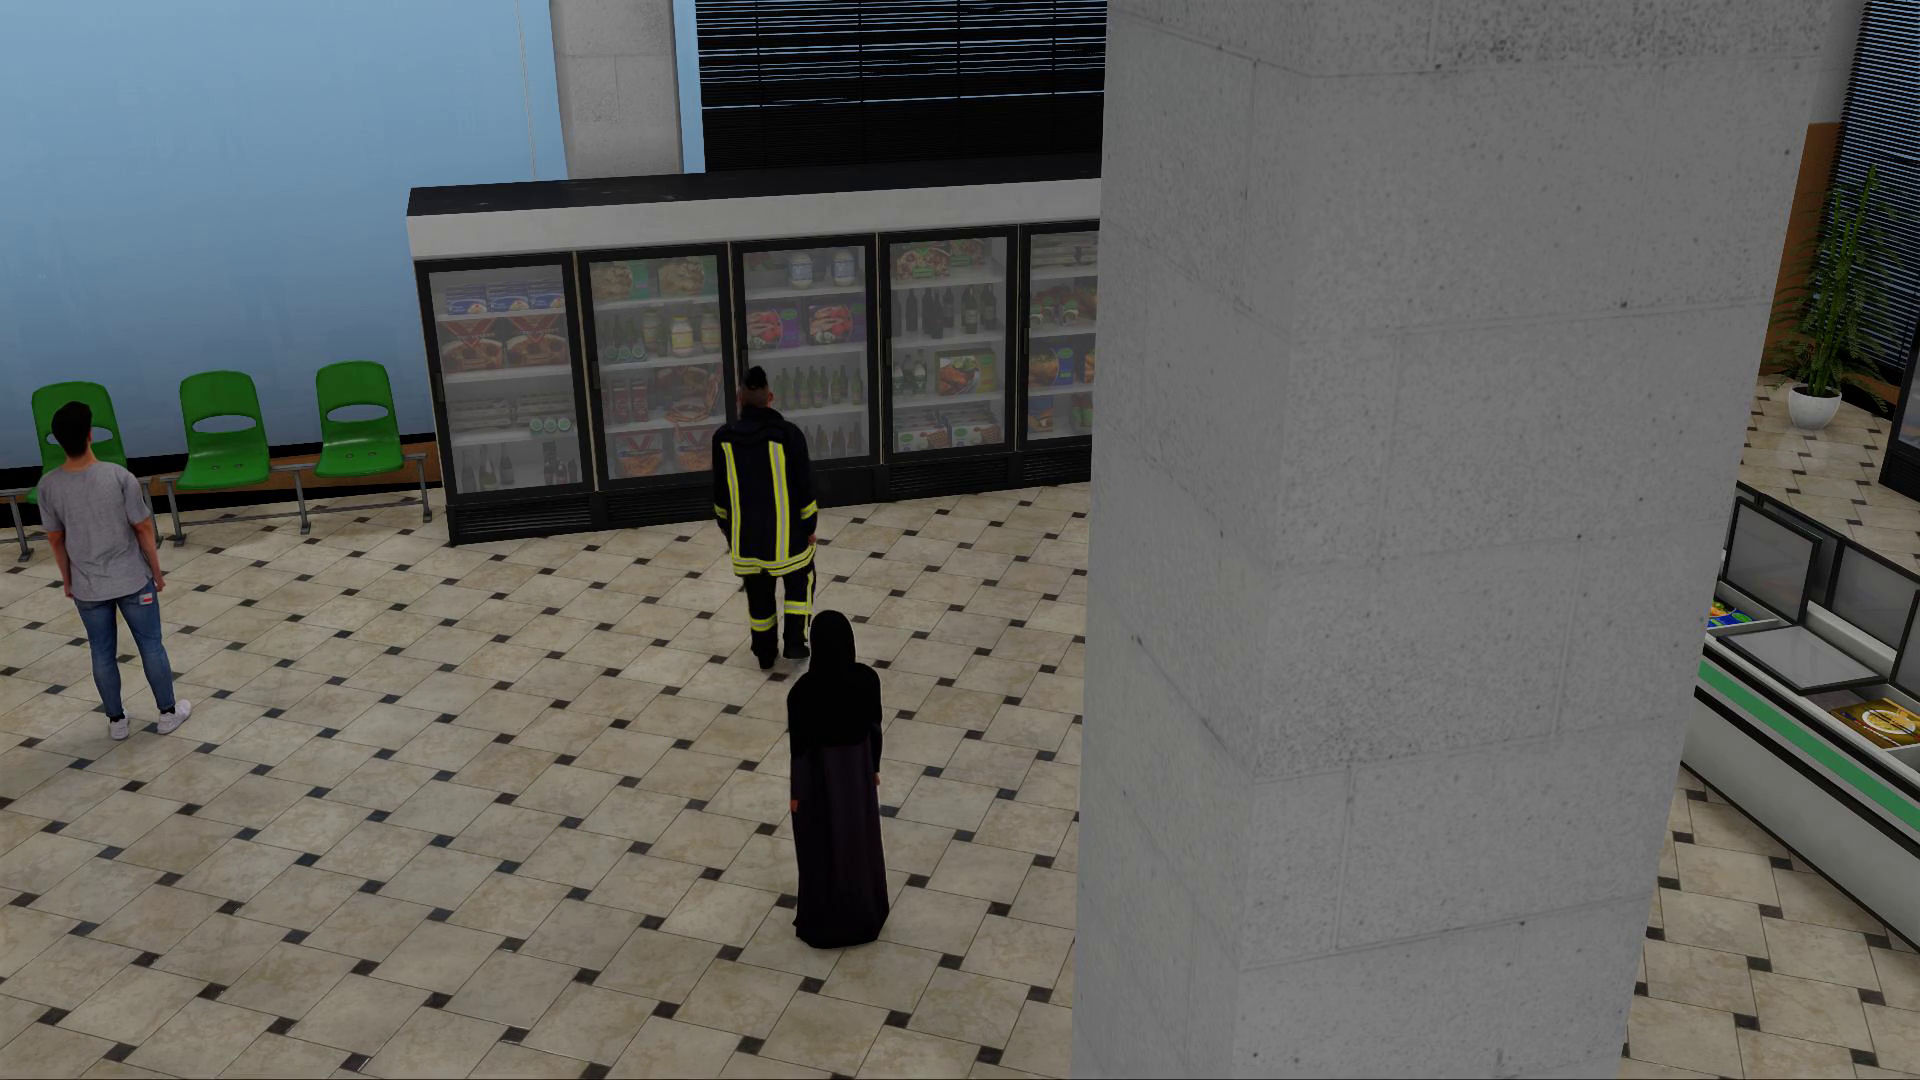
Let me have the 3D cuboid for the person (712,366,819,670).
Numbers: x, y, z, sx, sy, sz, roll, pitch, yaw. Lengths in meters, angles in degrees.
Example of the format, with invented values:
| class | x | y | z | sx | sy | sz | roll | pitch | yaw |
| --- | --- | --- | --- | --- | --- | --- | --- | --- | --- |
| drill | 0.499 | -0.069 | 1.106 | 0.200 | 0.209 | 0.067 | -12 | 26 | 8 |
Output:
| class | x | y | z | sx | sy | sz | roll | pitch | yaw |
| --- | --- | --- | --- | --- | --- | --- | --- | --- | --- |
| person | -1.110 | -0.083 | 9.476 | 0.894 | 1.856 | 0.884 | 3 | 24 | 7 |

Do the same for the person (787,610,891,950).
| class | x | y | z | sx | sy | sz | roll | pitch | yaw |
| --- | --- | --- | --- | --- | --- | --- | --- | --- | --- |
| person | -0.549 | 1.033 | 7.229 | 0.663 | 1.615 | 0.663 | -13 | 27 | -27 |

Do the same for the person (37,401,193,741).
| class | x | y | z | sx | sy | sz | roll | pitch | yaw |
| --- | --- | --- | --- | --- | --- | --- | --- | --- | --- |
| person | -4.527 | 0.174 | 8.848 | 0.660 | 1.890 | 0.540 | -6 | 24 | -13 |
